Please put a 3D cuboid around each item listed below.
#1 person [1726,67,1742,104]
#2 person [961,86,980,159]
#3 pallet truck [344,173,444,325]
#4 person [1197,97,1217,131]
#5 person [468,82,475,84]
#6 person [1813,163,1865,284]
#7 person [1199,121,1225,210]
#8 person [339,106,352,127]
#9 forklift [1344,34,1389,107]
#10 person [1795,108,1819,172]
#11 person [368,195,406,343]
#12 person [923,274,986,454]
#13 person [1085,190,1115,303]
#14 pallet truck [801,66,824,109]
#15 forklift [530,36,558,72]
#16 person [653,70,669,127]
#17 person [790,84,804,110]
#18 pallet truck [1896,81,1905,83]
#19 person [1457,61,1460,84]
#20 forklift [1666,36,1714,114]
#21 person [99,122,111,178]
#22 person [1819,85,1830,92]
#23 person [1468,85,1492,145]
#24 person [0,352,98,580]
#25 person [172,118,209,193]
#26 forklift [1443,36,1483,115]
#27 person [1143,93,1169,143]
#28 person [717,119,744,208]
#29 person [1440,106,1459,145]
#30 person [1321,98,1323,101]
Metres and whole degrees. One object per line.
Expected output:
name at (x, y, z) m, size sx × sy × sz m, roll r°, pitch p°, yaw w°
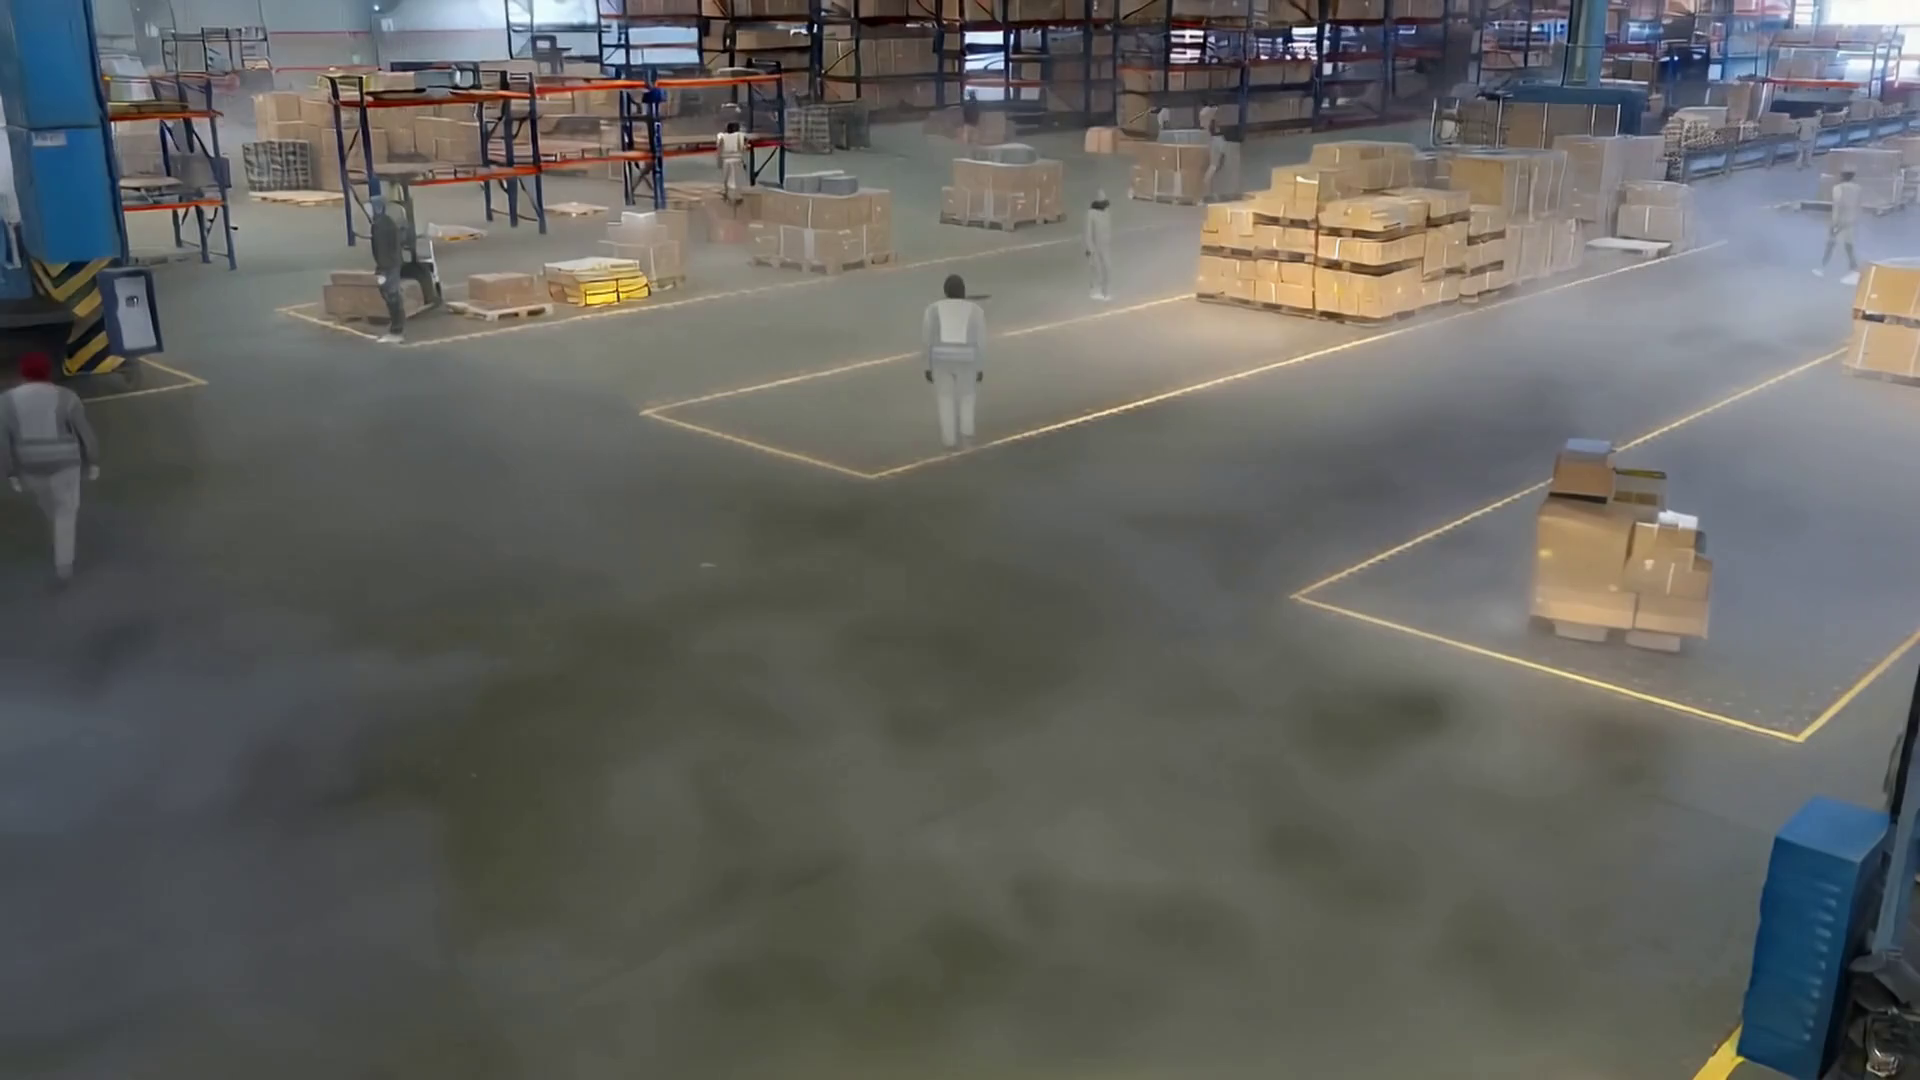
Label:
person at (29.257, -17.008, 62.907) m, size 0.546 × 1.661 × 0.752 m, roll 5°, pitch 19°, yaw 15°
person at (0.336, -11.545, 45.990) m, size 0.507 × 1.964 × 0.641 m, roll 8°, pitch 20°, yaw 23°
pallet truck at (-8.209, -4.181, 23.757) m, size 0.823 × 1.965 × 1.885 m, roll 3°, pitch 19°, yaw 9°
person at (6.876, -11.454, 46.208) m, size 0.541 × 1.650 × 0.874 m, roll -14°, pitch 23°, yaw -36°
person at (-16.097, -14.311, 54.916) m, size 0.888 × 1.588 × 0.545 m, roll 12°, pitch 22°, yaw 31°
person at (14.191, -5.077, 26.694) m, size 0.586 × 1.853 × 1.032 m, roll -1°, pitch 18°, yaw -4°
person at (5.326, -7.966, 35.401) m, size 0.745 × 1.839 × 0.524 m, roll -4°, pitch 19°, yaw -12°
person at (-15.293, -9.884, 41.065) m, size 0.630 × 1.918 × 0.808 m, roll -5°, pitch 19°, yaw -15°
forklift at (16.185, -18.300, 64.917) m, size 1.873 × 2.768 × 1.129 m, roll 16°, pitch 24°, yaw 40°
person at (21.815, -10.299, 42.819) m, size 0.519 × 1.580 × 0.842 m, roll 17°, pitch 25°, yaw 41°
person at (-7.620, -3.598, 22.092) m, size 0.371 × 1.941 × 0.627 m, roll -1°, pitch 18°, yaw -4°
person at (-0.062, -1.763, 16.752) m, size 0.628 × 1.829 × 0.453 m, roll 0°, pitch 18°, yaw -1°
person at (2.089, -4.396, 24.880) m, size 0.501 × 1.678 × 0.782 m, roll -5°, pitch 19°, yaw -15°
pallet truck at (-4.812, -15.182, 56.903) m, size 0.823 × 1.965 × 1.885 m, roll -9°, pitch 21°, yaw -26°
forklift at (-15.452, -17.325, 61.980) m, size 1.873 × 2.768 × 1.129 m, roll 17°, pitch 25°, yaw 41°
person at (-10.146, -14.978, 56.431) m, size 0.588 × 1.911 × 0.397 m, roll 7°, pitch 20°, yaw 20°
person at (-5.145, -13.763, 53.233) m, size 0.824 × 1.595 × 0.545 m, roll 8°, pitch 20°, yaw 24°
pallet truck at (34.802, -16.331, 61.455) m, size 0.653 × 1.274 × 1.630 m, roll 17°, pitch 25°, yaw 41°
person at (19.745, -18.162, 66.012) m, size 0.552 × 1.919 × 0.541 m, roll 16°, pitch 24°, yaw 39°
forklift at (27.341, -17.291, 61.877) m, size 1.129 × 2.768 × 1.873 m, roll 17°, pitch 25°, yaw 41°
person at (-21.215, -9.845, 40.987) m, size 0.569 × 1.890 × 0.524 m, roll -3°, pitch 19°, yaw -8°
person at (30.946, -15.894, 59.492) m, size 0.914 × 1.715 × 0.530 m, roll -3°, pitch 19°, yaw -8°
person at (15.523, -12.652, 49.627) m, size 0.592 × 1.788 × 0.945 m, roll 14°, pitch 23°, yaw 36°
person at (-7.259, -0.597, 13.284) m, size 0.627 × 1.803 × 0.944 m, roll -5°, pitch 19°, yaw -15°
person at (-17.858, -8.910, 38.227) m, size 0.985 × 1.867 × 0.582 m, roll 0°, pitch 18°, yaw -1°
forklift at (18.617, -17.393, 62.185) m, size 1.873 × 2.768 × 1.129 m, roll 17°, pitch 25°, yaw 41°
person at (4.985, -10.343, 42.257) m, size 0.720 × 2.000 × 0.694 m, roll -16°, pitch 24°, yaw -39°
person at (-4.920, -8.095, 35.751) m, size 0.571 × 1.876 × 0.353 m, roll -6°, pitch 19°, yaw -19°
person at (11.413, -9.138, 38.813) m, size 0.385 × 1.930 × 0.539 m, roll -9°, pitch 21°, yaw -26°
person at (15.247, -19.401, 69.905) m, size 0.598 × 1.817 × 0.563 m, roll 15°, pitch 24°, yaw 38°
